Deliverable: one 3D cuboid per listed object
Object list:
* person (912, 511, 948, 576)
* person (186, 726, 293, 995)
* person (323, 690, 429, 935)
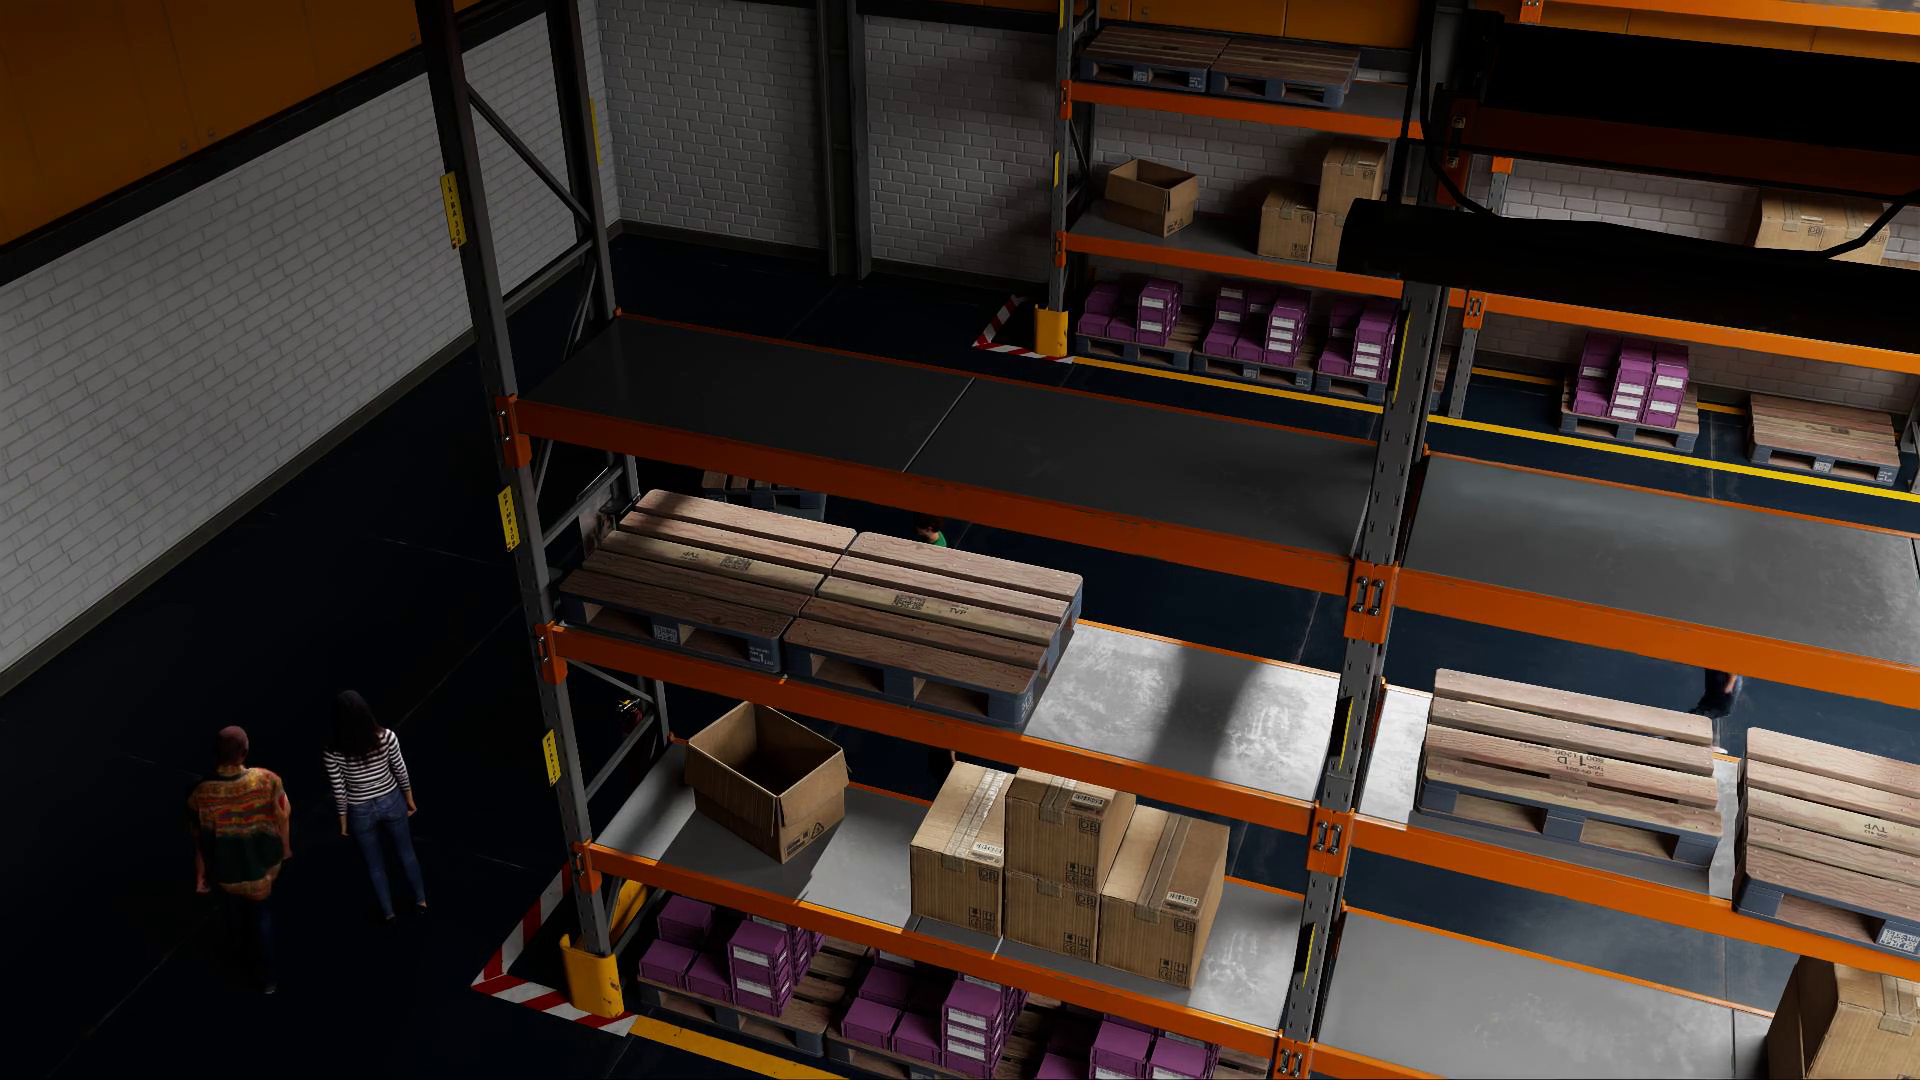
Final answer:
[{"bbox_3d":[-0.190,0.434,11.932,0.667,1.651,0.656,-5,34,-7],"label":"person"},{"bbox_3d":[-4.098,1.916,9.596,1.000,1.769,1.059,-18,38,-25],"label":"person"},{"bbox_3d":[-3.508,1.640,9.988,0.665,1.795,0.705,-18,37,-25],"label":"person"}]
